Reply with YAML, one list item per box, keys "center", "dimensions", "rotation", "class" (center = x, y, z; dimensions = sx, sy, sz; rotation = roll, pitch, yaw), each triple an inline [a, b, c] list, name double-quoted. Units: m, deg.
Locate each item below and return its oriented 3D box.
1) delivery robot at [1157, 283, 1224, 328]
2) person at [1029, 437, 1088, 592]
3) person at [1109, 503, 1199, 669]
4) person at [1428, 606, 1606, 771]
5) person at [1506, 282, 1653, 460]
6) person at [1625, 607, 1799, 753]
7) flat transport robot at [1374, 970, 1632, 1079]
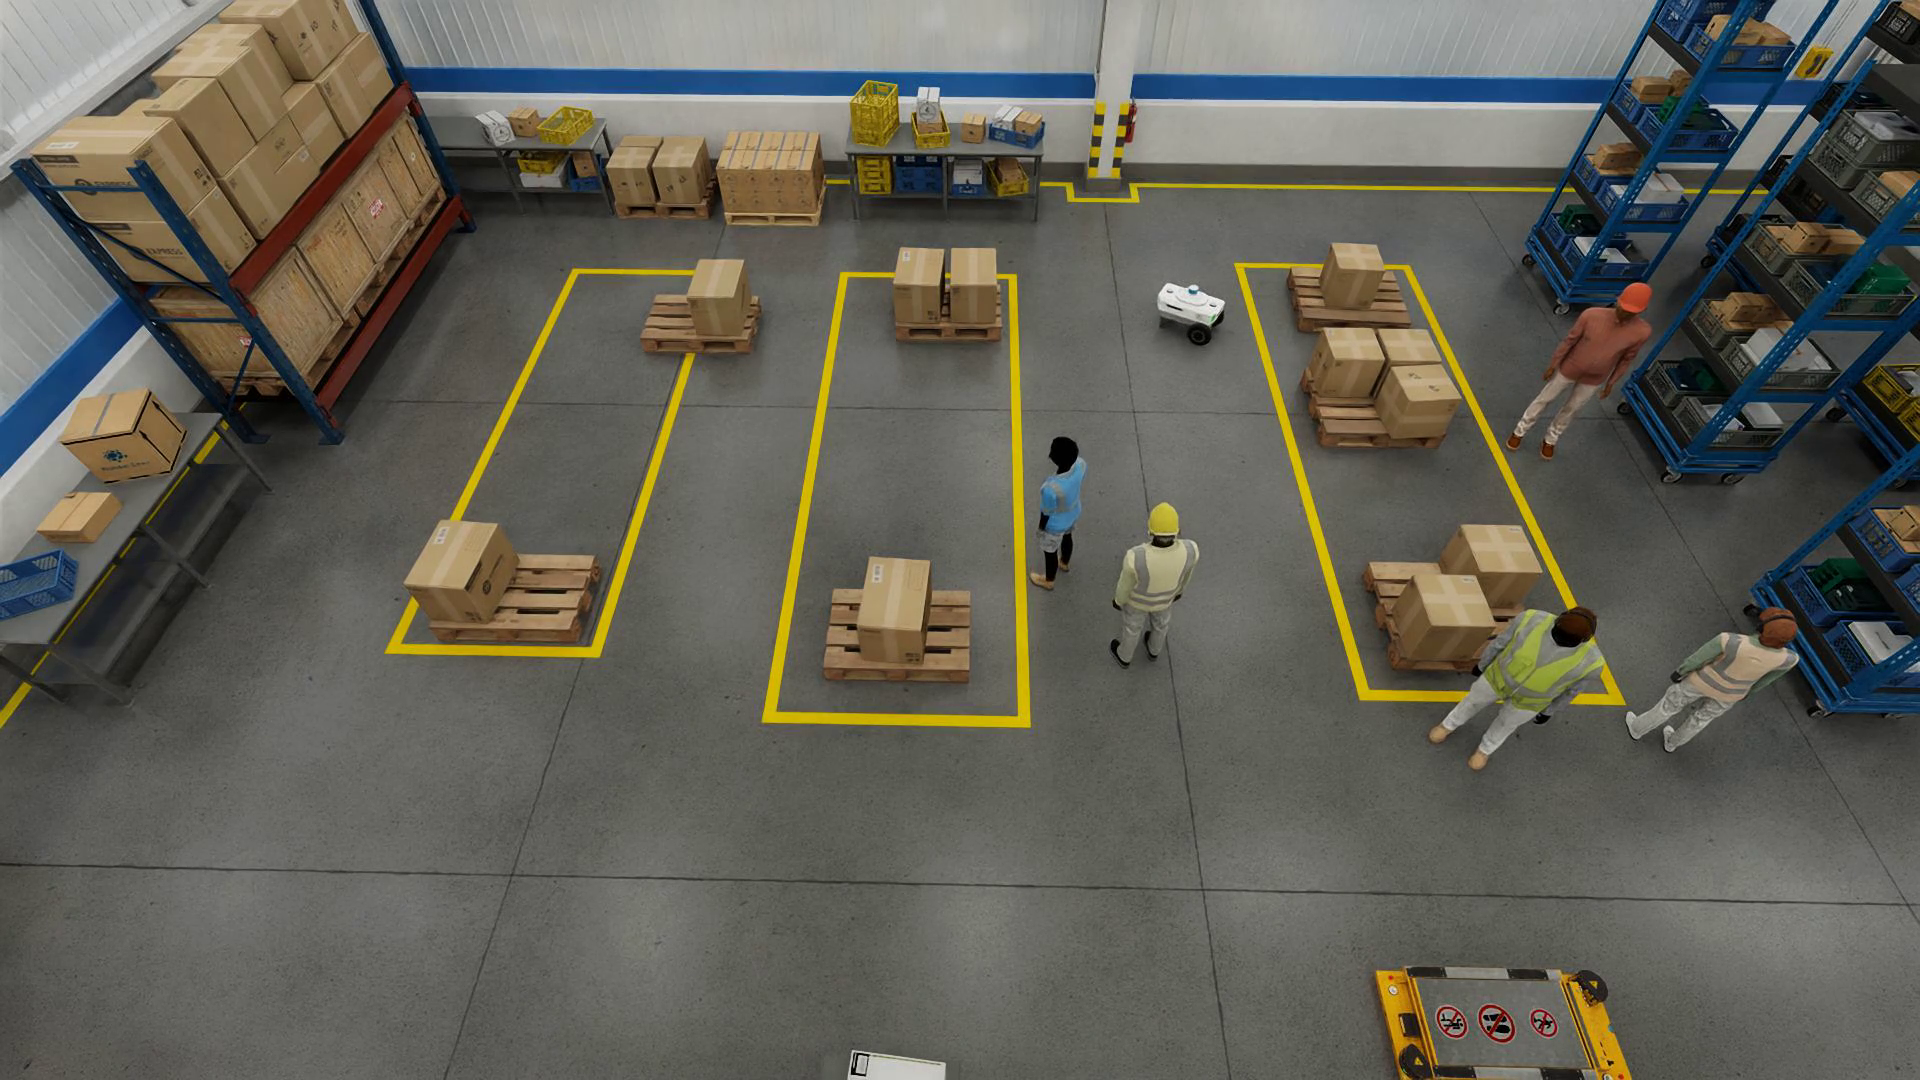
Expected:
- center: [2.602, -2.662, 10.398]
  dimensions: [0.707, 0.478, 0.477]
  rotation: [24, 55, 18]
  class: "delivery robot"
- center: [0.831, -0.212, 7.731]
  dimensions: [0.318, 1.690, 0.529]
  rotation: [32, 58, 24]
  class: "person"
- center: [1.475, 0.398, 7.151]
  dimensions: [0.591, 1.820, 0.403]
  rotation: [-10, 51, -8]
  class: "person"
- center: [4.013, 1.057, 6.601]
  dimensions: [0.429, 1.844, 0.627]
  rotation: [-36, 59, -26]
  class: "person"
- center: [5.883, -1.575, 8.648]
  dimensions: [0.612, 1.996, 0.389]
  rotation: [22, 54, 17]
  class: "person"
- center: [5.532, 1.058, 6.734]
  dimensions: [0.514, 1.633, 0.313]
  rotation: [19, 53, 15]
  class: "person"
- center: [3.501, 3.133, 5.914]
  dimensions: [1.431, 0.197, 0.652]
  rotation: [1, 51, 1]
  class: "flat transport robot"
